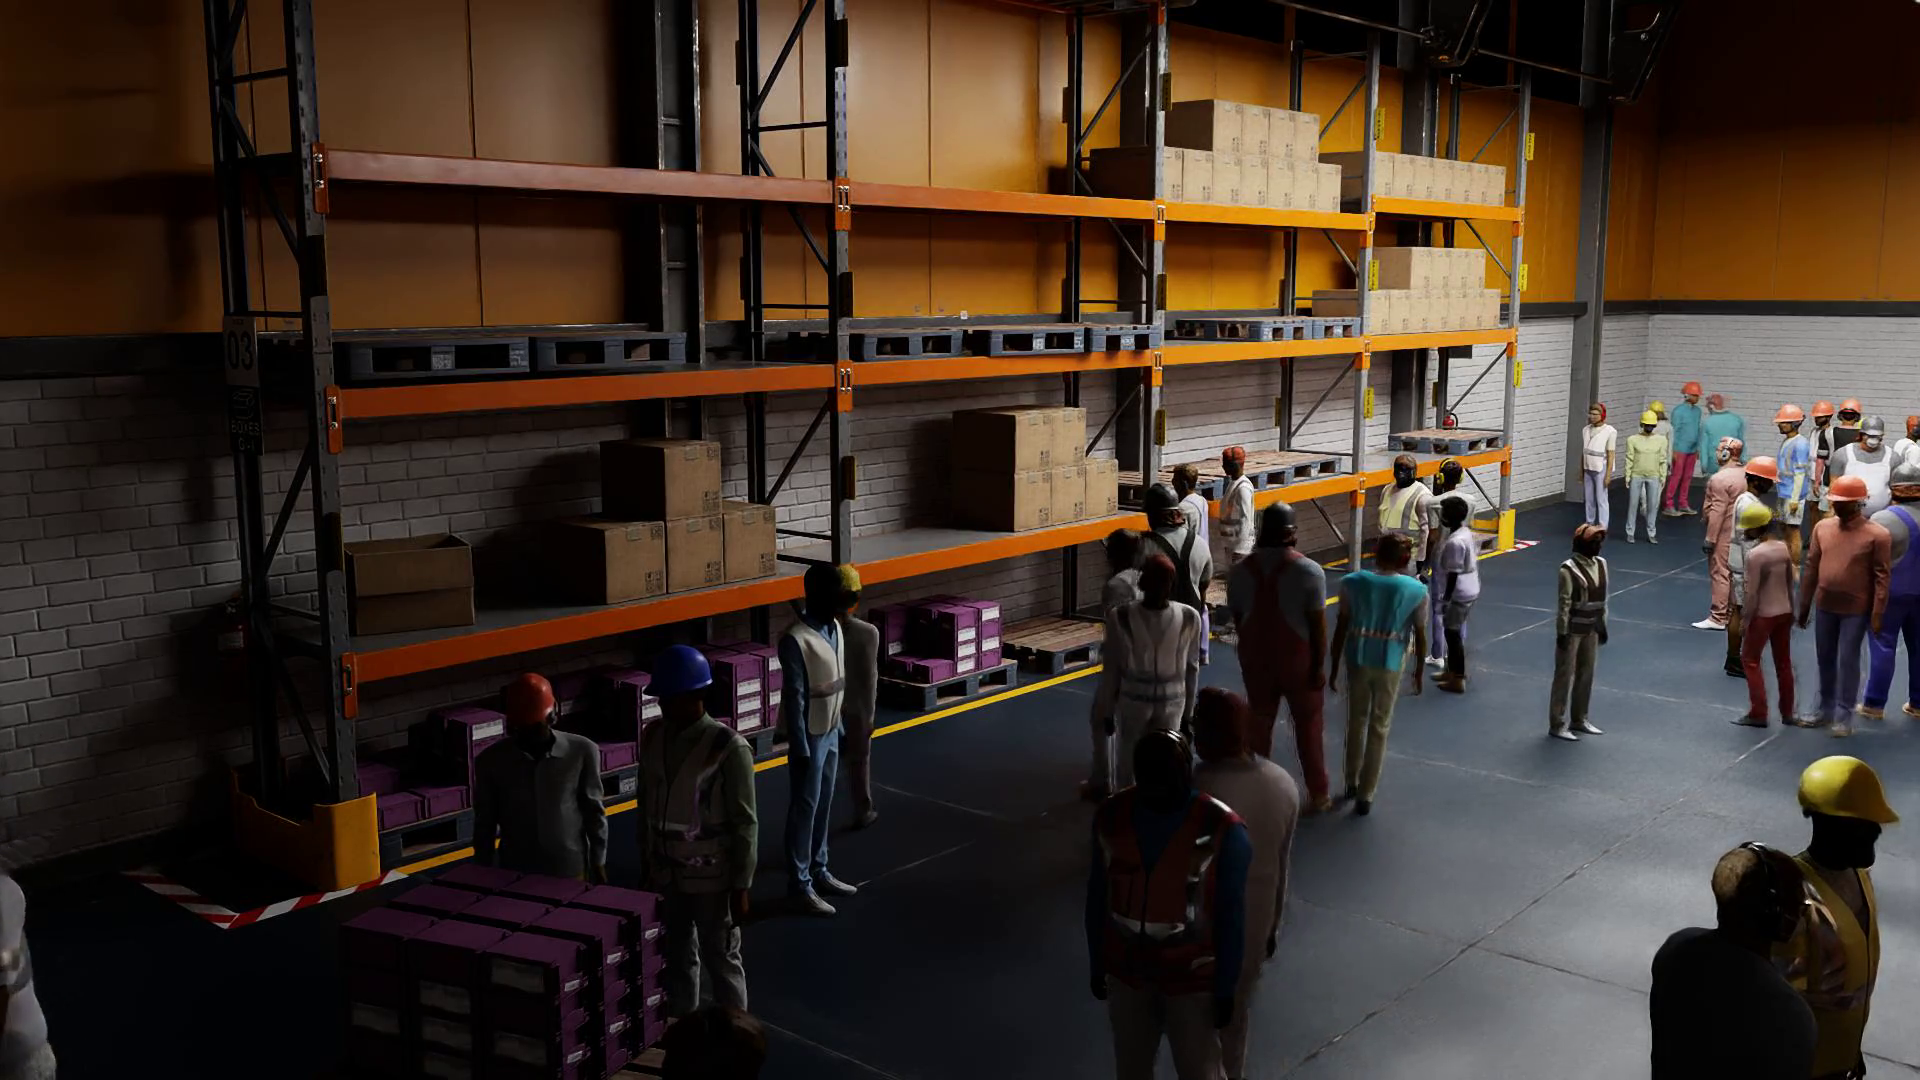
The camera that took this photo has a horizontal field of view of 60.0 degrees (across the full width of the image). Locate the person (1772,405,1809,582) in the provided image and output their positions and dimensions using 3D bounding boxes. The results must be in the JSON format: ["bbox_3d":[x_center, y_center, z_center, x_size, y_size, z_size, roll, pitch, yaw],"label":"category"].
[{"bbox_3d":[9.464,-0.530,19.036,0.418,2.035,0.609,2,9,10],"label":"person"}]

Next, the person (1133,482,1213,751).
[{"bbox_3d":[1.404,0.595,11.743,0.681,2.000,0.535,-4,10,-26],"label":"person"}]

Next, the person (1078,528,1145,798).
[{"bbox_3d":[1.051,0.823,10.972,0.508,1.819,0.708,-7,11,-38],"label":"person"}]

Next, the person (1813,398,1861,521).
[{"bbox_3d":[10.661,-0.692,20.091,0.613,2.029,0.409,4,10,24],"label":"person"}]

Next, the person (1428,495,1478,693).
[{"bbox_3d":[4.121,0.442,13.923,0.425,1.672,0.649,4,10,24],"label":"person"}]

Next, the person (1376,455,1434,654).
[{"bbox_3d":[4.074,0.128,15.385,0.429,1.844,0.633,-5,10,-28],"label":"person"}]

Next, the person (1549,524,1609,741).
[{"bbox_3d":[4.658,0.684,12.488,0.529,1.630,0.319,-6,10,-33],"label":"person"}]

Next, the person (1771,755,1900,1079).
[{"bbox_3d":[2.775,1.635,5.392,0.587,1.930,0.358,-8,12,-42],"label":"person"}]

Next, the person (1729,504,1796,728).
[{"bbox_3d":[6.254,0.579,12.851,0.671,1.726,0.386,-5,10,-29],"label":"person"}]

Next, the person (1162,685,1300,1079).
[{"bbox_3d":[0.996,1.498,6.415,0.670,1.899,0.583,-5,10,-27],"label":"person"}]

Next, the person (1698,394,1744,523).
[{"bbox_3d":[10.653,-1.103,23.254,0.690,1.866,0.857,1,9,4],"label":"person"}]

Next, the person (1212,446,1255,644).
[{"bbox_3d":[2.619,0.041,15.811,0.355,1.887,0.573,0,9,0],"label":"person"}]

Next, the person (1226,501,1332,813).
[{"bbox_3d":[2.088,0.739,10.811,0.693,2.000,0.541,6,11,36],"label":"person"}]

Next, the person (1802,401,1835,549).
[{"bbox_3d":[10.926,-0.806,21.138,0.388,1.930,0.544,-2,9,-12],"label":"person"}]

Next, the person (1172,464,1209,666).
[{"bbox_3d":[2.021,0.241,14.702,0.350,1.837,0.502,5,10,31],"label":"person"}]

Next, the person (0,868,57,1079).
[{"bbox_3d":[-3.230,1.660,5.288,0.651,1.894,1.013,3,9,19],"label":"person"}]

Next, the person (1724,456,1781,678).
[{"bbox_3d":[6.872,0.231,14.446,0.366,1.930,0.542,4,10,23],"label":"person"}]

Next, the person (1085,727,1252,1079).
[{"bbox_3d":[0.742,1.576,6.097,0.620,1.835,0.431,5,10,28],"label":"person"}]

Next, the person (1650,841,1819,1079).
[{"bbox_3d":[2.112,1.761,4.549,0.372,1.940,0.631,-1,9,-8],"label":"person"}]

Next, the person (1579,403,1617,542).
[{"bbox_3d":[8.421,-0.888,21.962,0.387,1.838,0.562,-3,9,-20],"label":"person"}]

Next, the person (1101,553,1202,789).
[{"bbox_3d":[1.127,0.975,9.884,0.576,1.860,0.772,0,9,1],"label":"person"}]

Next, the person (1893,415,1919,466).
[{"bbox_3d":[11.106,-0.528,19.513,0.365,1.879,0.583,2,9,11],"label":"person"}]

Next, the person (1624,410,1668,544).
[{"bbox_3d":[8.961,-0.816,21.745,0.525,1.760,0.340,2,9,11],"label":"person"}]

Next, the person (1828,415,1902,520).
[{"bbox_3d":[9.650,-0.339,17.763,0.686,2.000,0.538,4,10,22],"label":"person"}]

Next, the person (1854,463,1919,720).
[{"bbox_3d":[7.350,0.395,13.031,0.674,2.000,0.535,0,9,2],"label":"person"}]

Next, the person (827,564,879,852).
[{"bbox_3d":[-0.745,1.010,10.104,0.529,1.723,0.904,3,9,18],"label":"person"}]

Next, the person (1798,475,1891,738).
[{"bbox_3d":[6.670,0.498,12.578,0.457,1.982,0.639,-5,10,-30],"label":"person"}]

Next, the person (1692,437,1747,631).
[{"bbox_3d":[7.534,-0.064,16.412,0.642,1.912,0.407,-7,11,-39],"label":"person"}]

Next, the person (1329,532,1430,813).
[{"bbox_3d":[2.740,0.852,10.875,0.596,1.788,0.689,3,9,18],"label":"person"}]

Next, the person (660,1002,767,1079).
[{"bbox_3d":[-0.504,1.930,3.810,0.342,1.837,0.502,-1,9,-9],"label":"person"}]

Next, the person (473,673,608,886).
[{"bbox_3d":[-1.844,1.428,7.337,0.576,1.737,0.354,-2,9,-13],"label":"person"}]

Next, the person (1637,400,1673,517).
[{"bbox_3d":[9.998,-1.146,23.972,0.496,1.735,0.412,3,9,17],"label":"person"}]

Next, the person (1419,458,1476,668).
[{"bbox_3d":[4.328,0.205,14.804,0.508,1.872,0.329,-3,9,-20],"label":"person"}]

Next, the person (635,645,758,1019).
[{"bbox_3d":[-1.119,1.385,6.942,0.612,1.946,0.405,6,11,34],"label":"person"}]

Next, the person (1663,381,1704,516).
[{"bbox_3d":[10.647,-1.333,24.370,0.620,1.983,0.410,-5,10,-31],"label":"person"}]

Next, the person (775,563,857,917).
[{"bbox_3d":[-0.796,1.068,9.104,0.391,1.913,0.587,3,9,19],"label":"person"}]
